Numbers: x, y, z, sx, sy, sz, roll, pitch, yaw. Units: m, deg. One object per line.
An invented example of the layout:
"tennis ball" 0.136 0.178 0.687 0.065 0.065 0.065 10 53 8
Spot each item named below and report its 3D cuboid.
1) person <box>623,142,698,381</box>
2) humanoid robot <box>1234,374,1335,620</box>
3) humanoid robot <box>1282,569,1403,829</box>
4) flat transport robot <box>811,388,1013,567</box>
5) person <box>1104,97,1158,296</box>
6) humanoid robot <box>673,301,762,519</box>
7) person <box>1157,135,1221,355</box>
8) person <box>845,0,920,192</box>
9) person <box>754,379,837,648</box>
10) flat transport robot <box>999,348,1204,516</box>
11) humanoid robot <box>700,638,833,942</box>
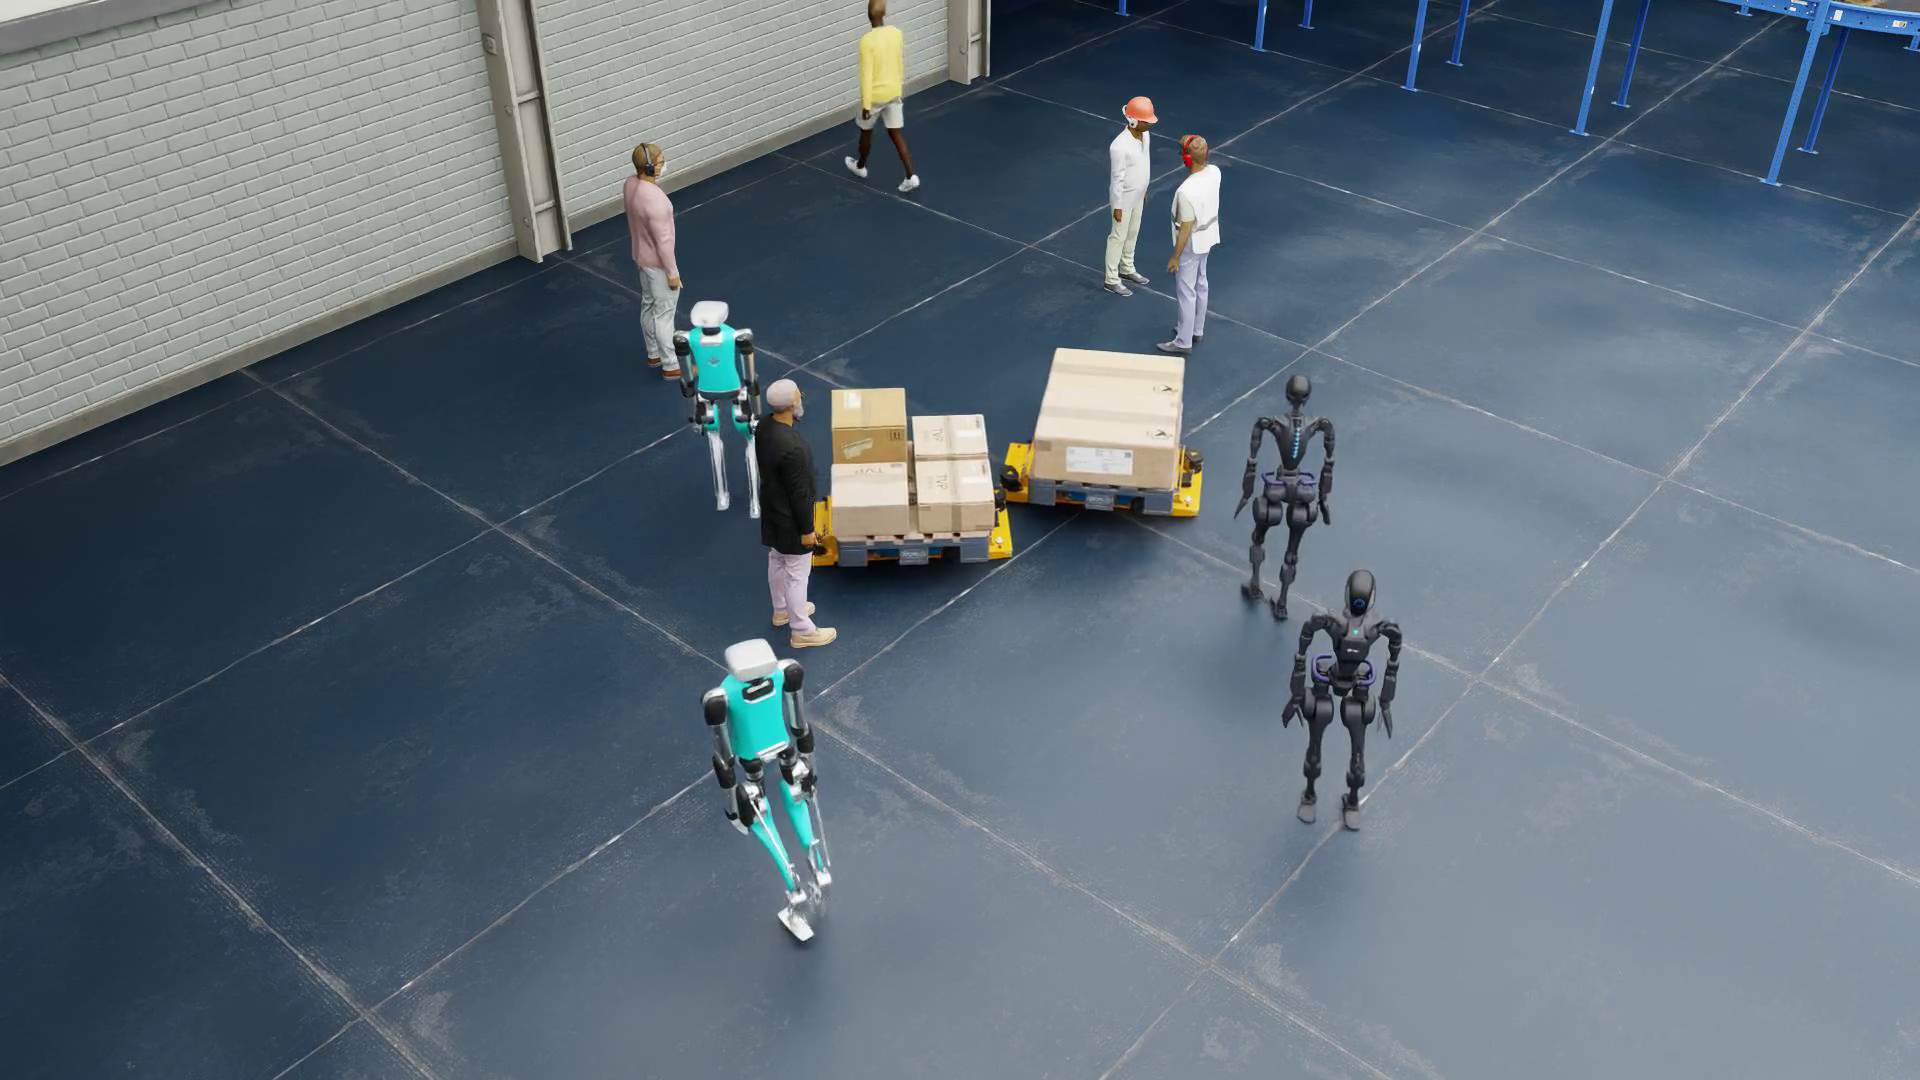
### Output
"person" -2.366 -2.179 13.009 0.372 1.940 0.626 -20 40 -25
"humanoid robot" 2.058 -0.271 10.560 0.615 1.629 0.457 -1 35 -1
"humanoid robot" 2.054 0.852 8.970 0.590 1.650 0.332 4 36 6
"flat transport robot" -0.374 -0.104 11.534 1.431 0.231 0.659 -2 36 -3
"person" 1.476 -2.956 14.266 0.347 1.743 0.561 20 40 26
"humanoid robot" -1.609 -0.957 11.438 0.535 1.732 0.761 -1 35 -1
"person" 1.865 -2.351 13.337 0.388 1.837 0.564 21 40 26
"person" -0.764 -4.309 16.072 0.566 1.861 0.963 -26 43 -32
"person" -1.052 -0.162 10.248 0.404 1.856 0.535 -17 39 -23
"flat transport robot" 1.031 -0.476 12.057 1.431 0.231 0.659 5 36 8
"humanoid robot" -0.858 1.389 8.245 0.544 1.855 0.763 -20 40 -26
